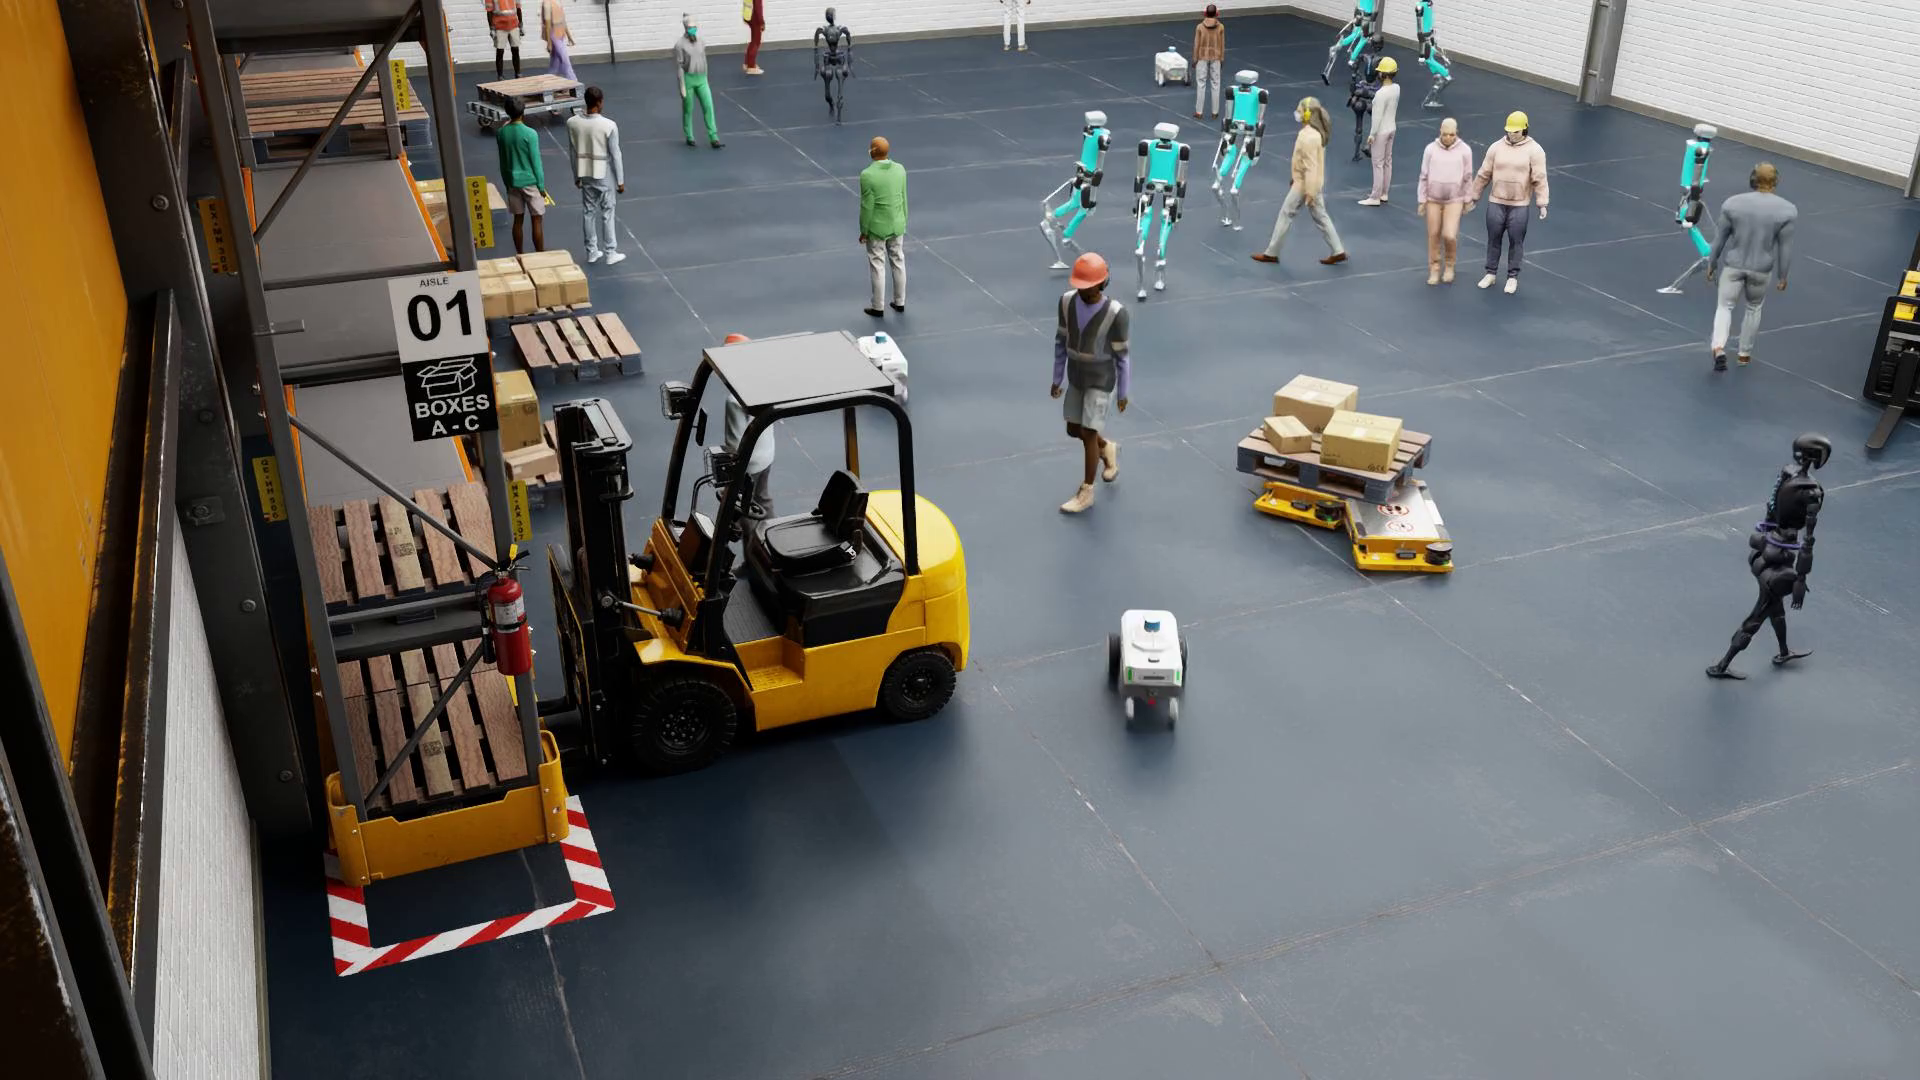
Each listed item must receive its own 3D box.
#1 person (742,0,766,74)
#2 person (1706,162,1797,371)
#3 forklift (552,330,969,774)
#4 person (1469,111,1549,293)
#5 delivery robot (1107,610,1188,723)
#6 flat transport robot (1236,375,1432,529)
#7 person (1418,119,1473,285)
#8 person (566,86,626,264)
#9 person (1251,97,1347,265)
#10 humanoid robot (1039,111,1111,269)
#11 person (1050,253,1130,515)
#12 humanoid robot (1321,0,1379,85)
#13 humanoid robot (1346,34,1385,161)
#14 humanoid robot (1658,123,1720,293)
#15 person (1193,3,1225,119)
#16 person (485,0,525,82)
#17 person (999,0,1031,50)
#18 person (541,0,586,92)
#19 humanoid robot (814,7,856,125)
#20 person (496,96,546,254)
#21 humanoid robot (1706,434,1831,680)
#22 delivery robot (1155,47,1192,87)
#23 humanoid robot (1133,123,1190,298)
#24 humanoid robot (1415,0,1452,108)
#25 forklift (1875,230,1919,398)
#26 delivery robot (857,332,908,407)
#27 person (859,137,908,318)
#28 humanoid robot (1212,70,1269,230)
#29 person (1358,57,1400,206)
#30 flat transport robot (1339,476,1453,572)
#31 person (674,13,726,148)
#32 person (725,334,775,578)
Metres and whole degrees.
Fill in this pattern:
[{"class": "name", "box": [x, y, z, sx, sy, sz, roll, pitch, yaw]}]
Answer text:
[{"class": "person", "box": [-3.369, -8.556, 27.362, 0.425, 1.742, 0.519, -8, 28, -15]}, {"class": "person", "box": [7.116, -2.433, 15.016, 0.706, 1.902, 0.821, 13, 29, 24]}, {"class": "forklift", "box": [-1.094, 0.010, 9.831, 2.313, 2.155, 1.214, -10, 28, -20]}, {"class": "person", "box": [5.683, -3.508, 17.206, 0.818, 1.853, 0.434, 15, 31, 28]}, {"class": "delivery robot", "box": [1.166, 0.734, 10.200, 0.499, 0.587, 0.771, 1, 27, 2]}, {"class": "flat transport robot", "box": [2.892, -0.482, 12.946, 0.659, 0.231, 1.431, 16, 31, 29]}, {"class": "person", "box": [5.044, -3.520, 17.329, 0.543, 1.756, 0.468, 11, 29, 21]}, {"class": "person", "box": [-3.917, -3.930, 17.985, 0.600, 1.906, 0.417, 7, 28, 14]}, {"class": "person", "box": [3.765, -3.860, 17.942, 1.011, 1.826, 0.556, 10, 28, 20]}, {"class": "humanoid robot", "box": [1.143, -3.617, 17.574, 0.857, 1.755, 0.530, -8, 28, -15]}, {"class": "person", "box": [1.028, -1.221, 12.485, 0.618, 2.011, 0.761, 23, 35, 38]}, {"class": "humanoid robot", "box": [6.187, -8.104, 26.528, 1.003, 1.777, 0.531, -11, 29, -21]}, {"class": "humanoid robot", "box": [5.404, -5.869, 22.099, 0.594, 1.648, 0.375, 17, 31, 30]}, {"class": "humanoid robot", "box": [7.730, -3.319, 17.033, 0.834, 1.837, 0.531, 6, 27, 11]}, {"class": "person", "box": [3.645, -7.025, 24.418, 0.459, 1.651, 0.324, -1, 27, -1]}, {"class": "person", "box": [-7.179, -8.133, 26.293, 0.600, 1.957, 0.381, -20, 33, -34]}, {"class": "person", "box": [0.967, -9.592, 29.270, 0.582, 1.882, 0.347, 6, 27, 12]}, {"class": "person", "box": [-6.086, -7.689, 25.570, 0.849, 1.801, 0.577, 2, 27, 3]}, {"class": "humanoid robot", "box": [-1.815, -6.931, 24.233, 0.608, 1.640, 0.621, 0, 27, 1]}, {"class": "person", "box": [-4.679, -3.801, 17.802, 0.498, 1.843, 0.399, 8, 28, 16]}, {"class": "humanoid robot", "box": [5.094, 0.111, 10.221, 0.711, 1.630, 0.593, 1, 27, 2]}, {"class": "delivery robot", "box": [3.421, -7.648, 26.886, 0.499, 0.598, 0.798, -5, 27, -10]}, {"class": "humanoid robot", "box": [1.999, -3.299, 16.940, 0.556, 1.770, 0.921, 6, 27, 12]}, {"class": "humanoid robot", "box": [7.124, -7.258, 24.804, 0.808, 1.778, 0.551, 15, 30, 27]}, {"class": "forklift", "box": [9.029, -2.397, 14.618, 1.214, 2.155, 2.313, 18, 32, 32]}, {"class": "delivery robot", "box": [-0.702, -1.546, 14.760, 0.499, 0.609, 0.806, -7, 27, -13]}, {"class": "person", "box": [-0.761, -3.091, 16.451, 0.539, 1.784, 0.384, -17, 31, -31]}, {"class": "humanoid robot", "box": [3.163, -4.466, 19.300, 0.537, 1.824, 0.815, 17, 31, 30]}, {"class": "person", "box": [5.100, -4.942, 20.149, 0.313, 1.769, 0.524, 20, 33, 34]}, {"class": "flat transport robot", "box": [3.181, -0.162, 12.311, 0.659, 0.231, 1.431, 2, 27, 3]}, {"class": "person", "box": [-3.579, -6.228, 22.652, 0.564, 1.811, 0.829, -21, 33, -35]}, {"class": "person", "box": [-1.473, -0.589, 11.520, 0.351, 1.737, 0.574, 9, 28, 17]}]
